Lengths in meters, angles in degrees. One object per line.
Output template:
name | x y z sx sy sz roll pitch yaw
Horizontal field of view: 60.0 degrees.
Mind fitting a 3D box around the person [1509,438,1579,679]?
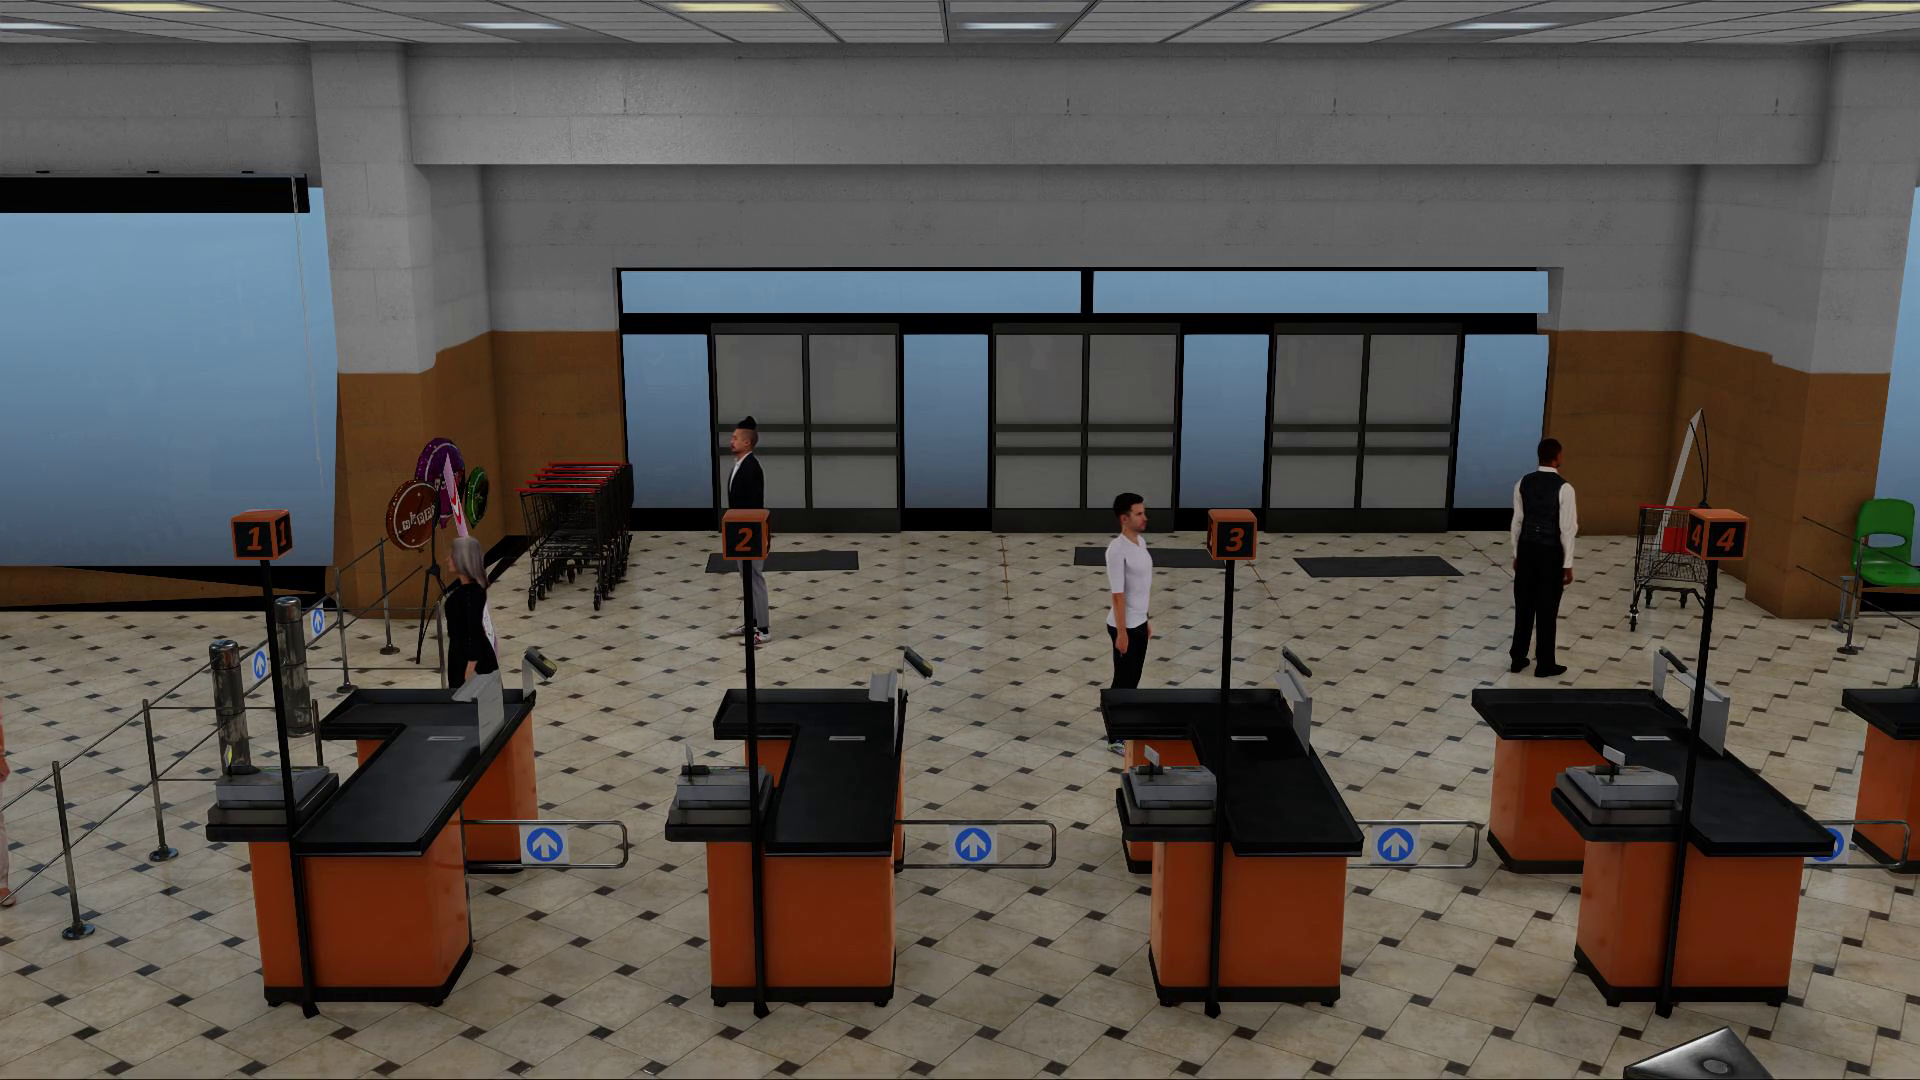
person | 4.655 0.132 13.326 0.831 1.918 0.762 -12 18 -42

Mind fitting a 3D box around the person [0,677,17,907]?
person | -5.530 1.223 9.241 0.677 1.725 0.691 -8 16 -31

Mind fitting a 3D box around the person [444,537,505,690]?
person | -3.182 0.822 10.849 0.737 1.747 0.621 -5 15 -20

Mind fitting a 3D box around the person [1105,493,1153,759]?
person | 1.178 0.574 11.645 0.809 1.852 0.674 7 15 26

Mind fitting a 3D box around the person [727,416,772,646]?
person | -1.795 -0.088 14.170 0.851 1.949 0.682 -6 15 -23
